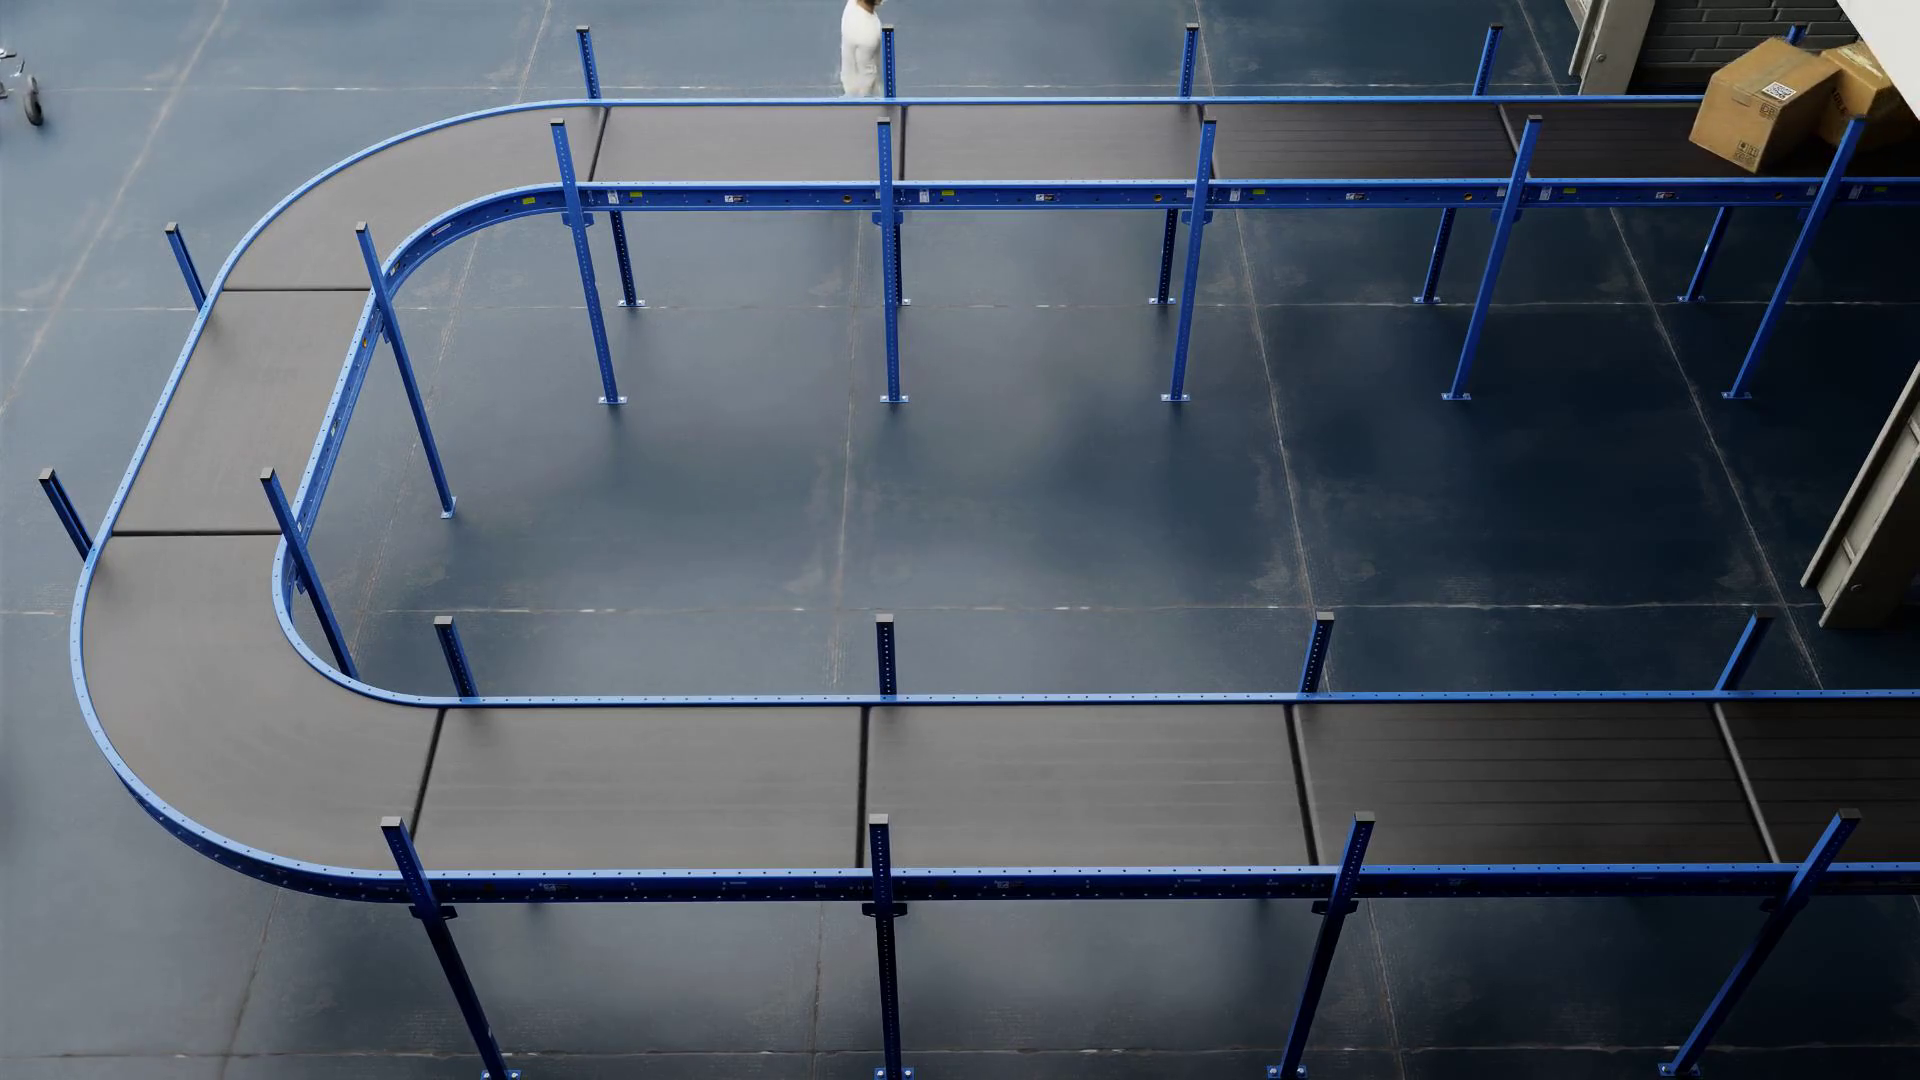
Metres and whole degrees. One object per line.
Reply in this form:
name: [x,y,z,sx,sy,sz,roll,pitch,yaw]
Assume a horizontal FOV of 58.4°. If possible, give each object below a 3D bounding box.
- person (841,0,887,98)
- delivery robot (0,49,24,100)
person: [-0.587,-3.529,13.271,0.958,1.897,0.661,-11,48,-10]
delivery robot: [-8.071,-3.964,14.375,0.335,0.223,0.698,-11,48,-10]
